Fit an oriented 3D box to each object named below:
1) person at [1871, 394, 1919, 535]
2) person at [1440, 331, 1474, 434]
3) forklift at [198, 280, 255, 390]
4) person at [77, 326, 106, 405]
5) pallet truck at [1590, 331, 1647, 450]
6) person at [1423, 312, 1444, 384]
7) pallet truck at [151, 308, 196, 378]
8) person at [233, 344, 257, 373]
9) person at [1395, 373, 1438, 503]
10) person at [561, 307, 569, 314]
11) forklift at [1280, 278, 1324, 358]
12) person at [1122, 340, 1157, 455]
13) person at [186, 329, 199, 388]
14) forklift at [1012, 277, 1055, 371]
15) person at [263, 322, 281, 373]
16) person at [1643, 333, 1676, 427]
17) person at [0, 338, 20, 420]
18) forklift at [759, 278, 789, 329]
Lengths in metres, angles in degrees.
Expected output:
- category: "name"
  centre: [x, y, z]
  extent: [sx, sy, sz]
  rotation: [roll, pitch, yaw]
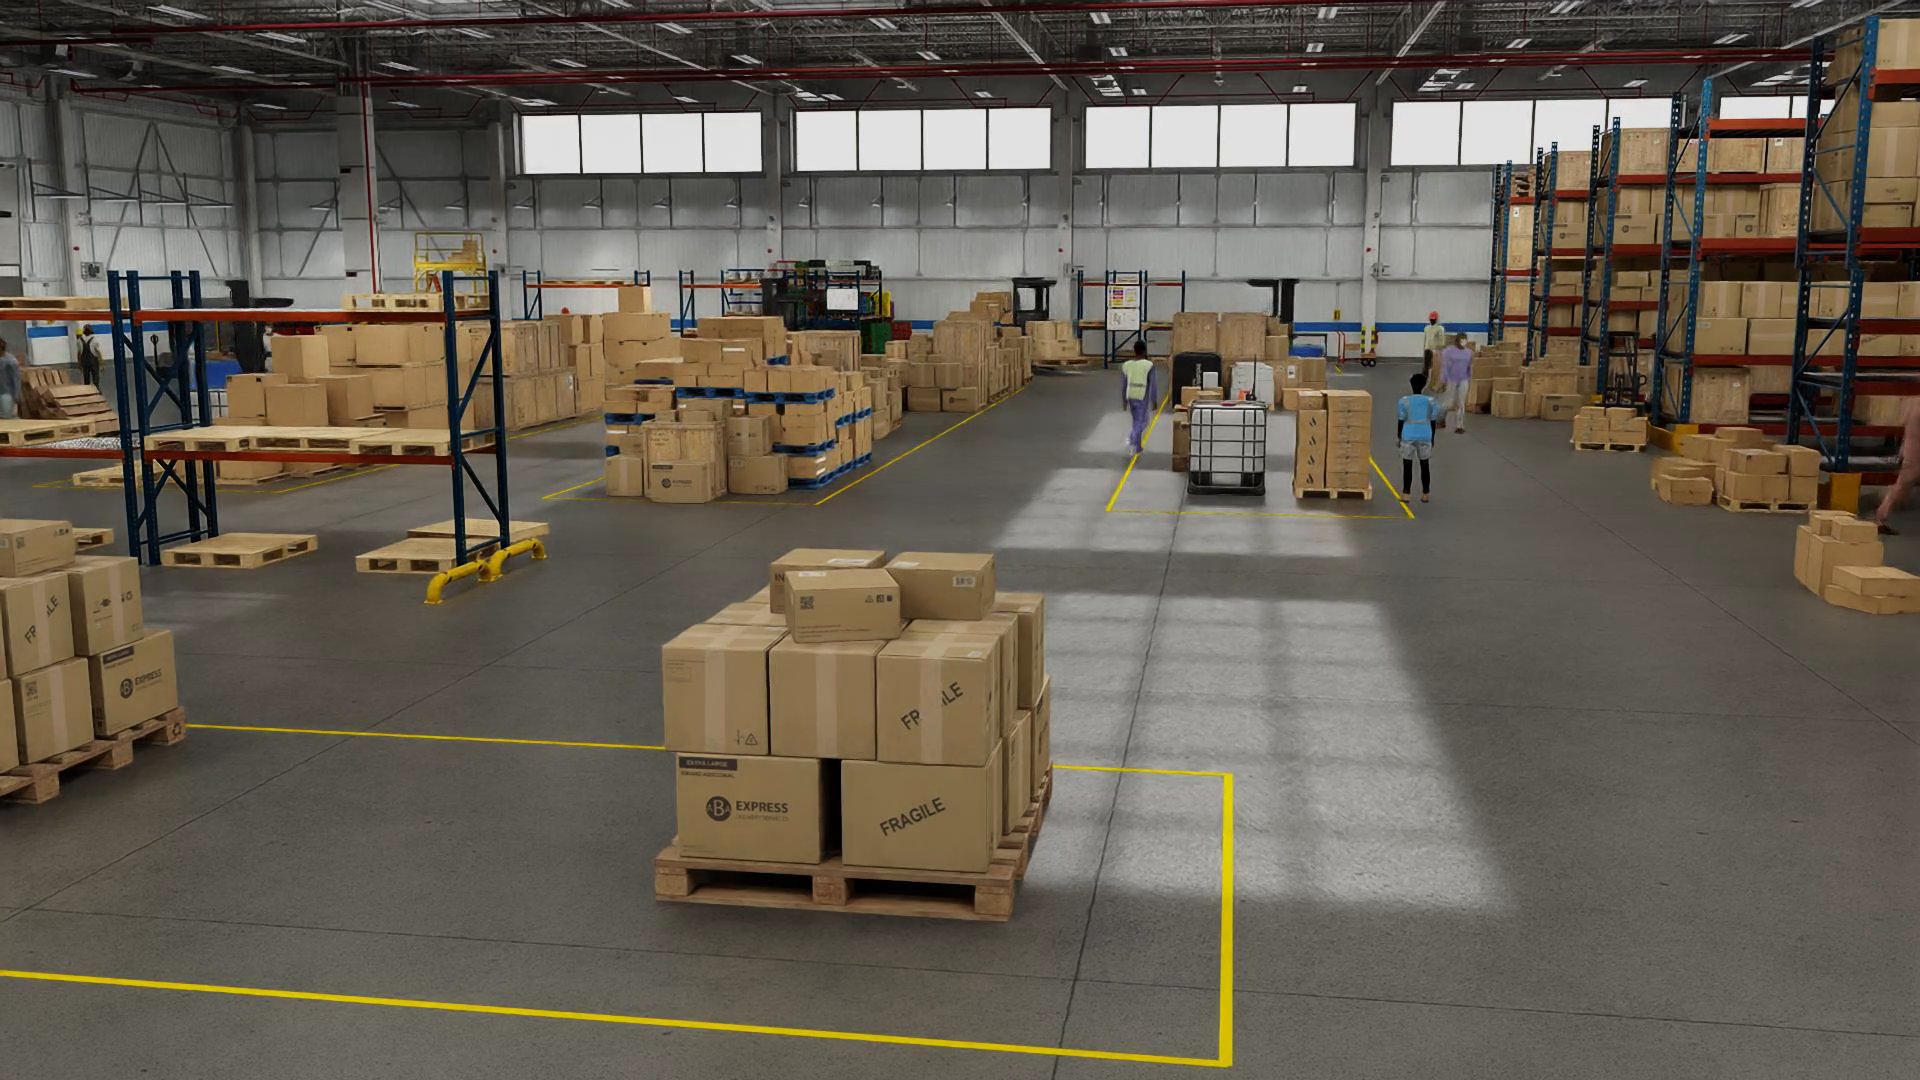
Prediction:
- category: "person"
  centre: [10.996, -0.958, 19.011]
  extent: [1.036, 1.849, 0.653]
  rotation: [3, 10, 20]
- category: "person"
  centre: [9.254, -2.947, 31.036]
  extent: [0.638, 1.923, 0.616]
  rotation: [-1, 9, -9]
- category: "forklift"
  centre: [-15.465, -4.206, 35.856]
  extent: [1.873, 2.768, 1.129]
  rotation: [-5, 10, -26]
- category: "person"
  centre: [-19.385, -3.854, 37.072]
  extent: [0.594, 1.823, 0.664]
  rotation: [-1, 9, -7]
- category: "pallet truck"
  centre: [11.253, -2.573, 28.499]
  extent: [0.823, 1.965, 1.885]
  rotation: [5, 10, 27]
- category: "person"
  centre: [12.635, -5.102, 44.294]
  extent: [0.622, 1.943, 1.070]
  rotation: [8, 12, 42]
- category: "pallet truck"
  centre: [-21.869, -5.598, 47.154]
  extent: [0.823, 1.965, 1.885]
  rotation: [4, 10, 26]
- category: "person"
  centre: [-15.676, -3.744, 36.504]
  extent: [0.492, 1.742, 0.323]
  rotation: [-3, 10, -16]
- category: "person"
  centre: [5.958, -1.327, 21.736]
  extent: [0.540, 1.695, 0.317]
  rotation: [0, 9, -2]
- category: "person"
  centre: [-11.742, -5.958, 49.556]
  extent: [0.542, 1.939, 0.366]
  rotation: [-7, 12, -37]
- category: "forklift"
  centre: [8.433, -5.339, 42.843]
  extent: [1.873, 2.768, 1.129]
  rotation: [2, 9, 9]
- category: "person"
  centre: [2.885, -2.307, 27.169]
  extent: [0.606, 1.897, 0.688]
  rotation: [7, 12, 38]
- category: "person"
  centre: [-18.364, -4.241, 39.930]
  extent: [0.420, 1.630, 0.529]
  rotation: [8, 12, 42]
- category: "forklift"
  centre: [2.046, -6.547, 50.295]
  extent: [1.129, 2.768, 1.873]
  rotation: [-3, 10, -17]
- category: "person"
  centre: [-15.723, -4.057, 38.045]
  extent: [0.638, 1.890, 1.039]
  rotation: [-2, 9, -14]
- category: "person"
  centre: [12.644, -2.782, 29.969]
  extent: [0.805, 1.943, 0.611]
  rotation: [1, 9, 5]
- category: "person"
  centre: [-15.923, -2.418, 27.726]
  extent: [0.635, 1.936, 0.353]
  rotation: [5, 10, 27]
- category: "forklift"
  centre: [-4.736, -5.290, 42.537]
  extent: [1.873, 2.768, 1.129]
  rotation: [4, 10, 24]
